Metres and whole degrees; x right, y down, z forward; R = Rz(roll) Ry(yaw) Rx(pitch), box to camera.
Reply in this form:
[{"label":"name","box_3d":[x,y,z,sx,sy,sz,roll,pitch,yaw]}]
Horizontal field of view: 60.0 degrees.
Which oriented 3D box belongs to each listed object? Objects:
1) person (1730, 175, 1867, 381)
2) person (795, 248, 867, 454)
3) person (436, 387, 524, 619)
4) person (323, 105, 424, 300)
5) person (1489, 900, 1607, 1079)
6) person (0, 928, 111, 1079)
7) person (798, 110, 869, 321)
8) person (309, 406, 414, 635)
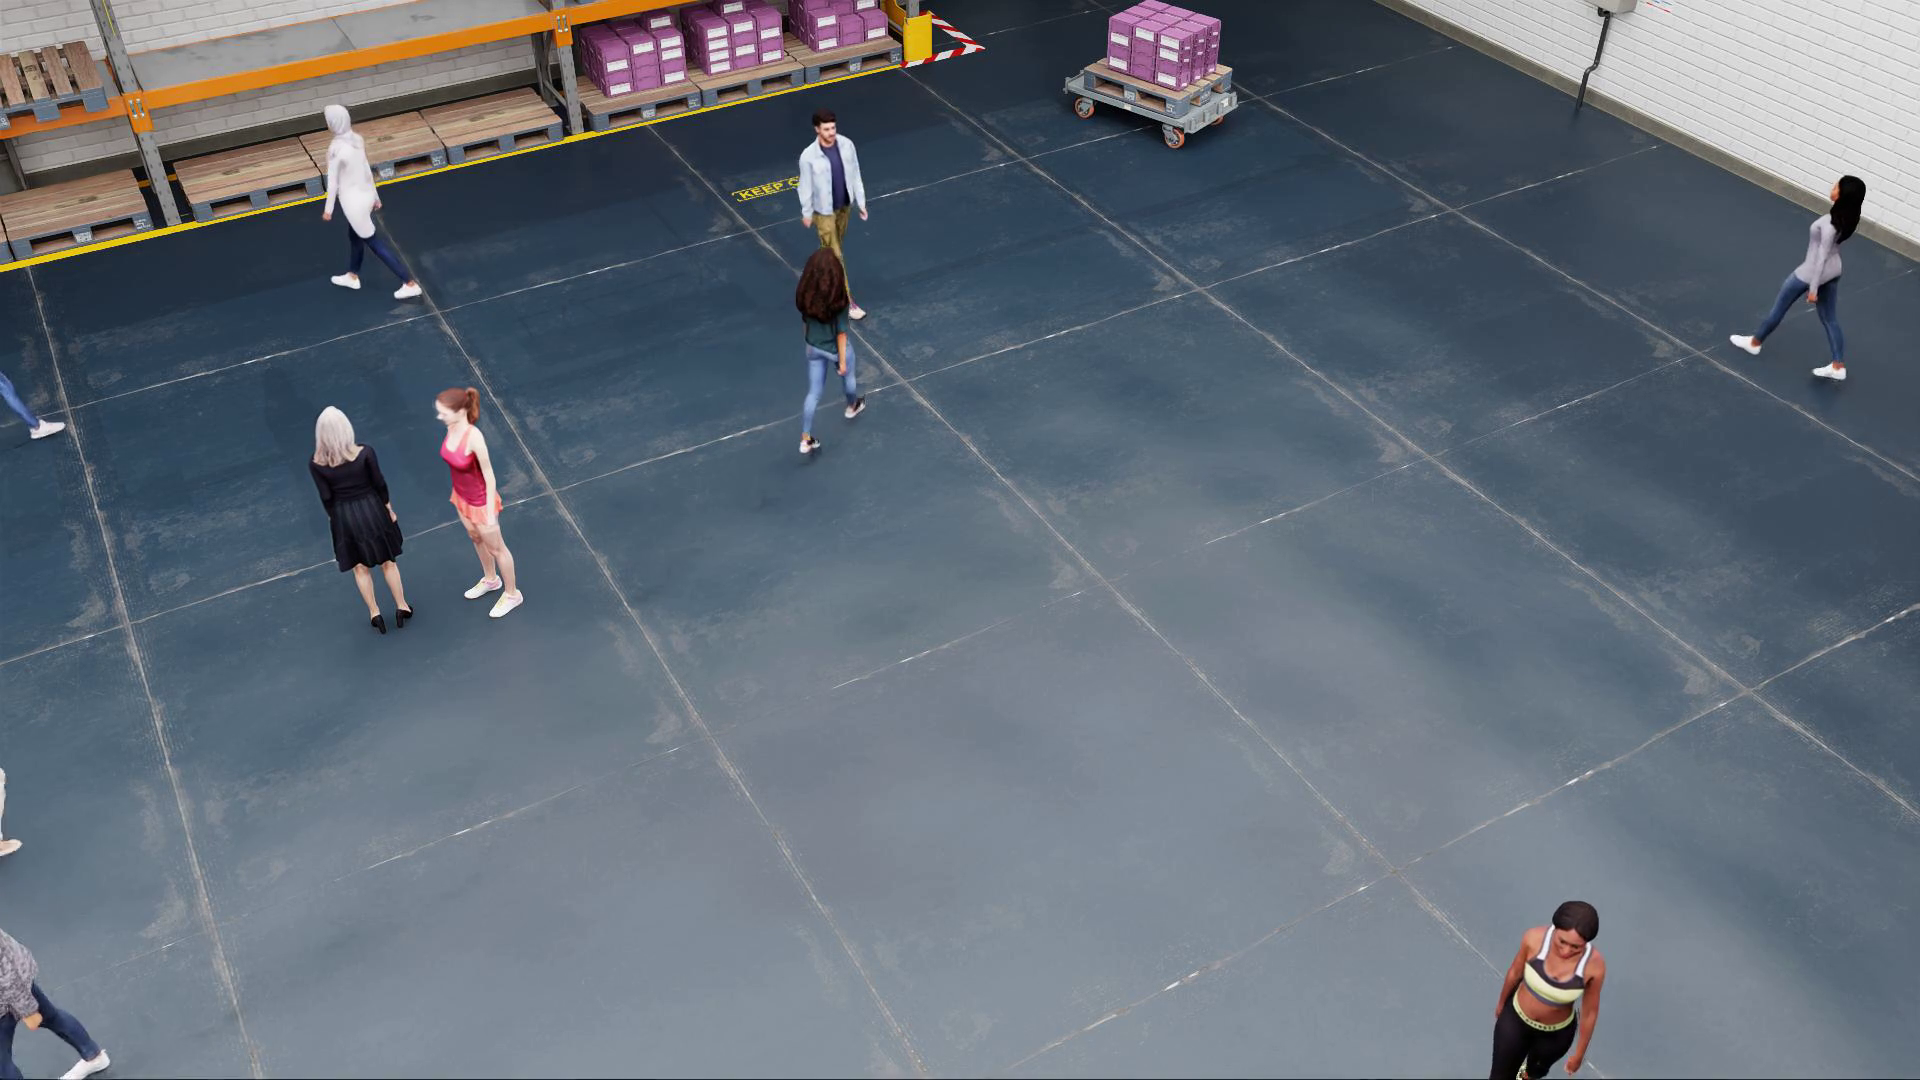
[{"label":"person","box_3d":[6.917,-2.041,13.212,1.133,1.688,0.748,-25,45,-27]},{"label":"person","box_3d":[-1.045,-1.383,12.484,1.020,1.567,1.180,16,41,19]},{"label":"person","box_3d":[-3.185,-0.274,10.950,0.624,1.748,0.616,31,48,33]},{"label":"person","box_3d":[-5.035,-2.807,14.133,1.185,1.735,1.070,6,39,8]},{"label":"person","box_3d":[2.755,2.233,7.830,0.885,1.725,1.070,20,43,24]},{"label":"person","box_3d":[-4.499,2.111,7.997,0.943,1.708,0.750,-27,46,-30]},{"label":"person","box_3d":[-1.129,-2.827,14.134,1.134,1.766,0.874,-28,46,-30]},{"label":"person","box_3d":[-3.875,-0.127,10.768,0.555,1.747,0.694,-13,40,-15]}]
